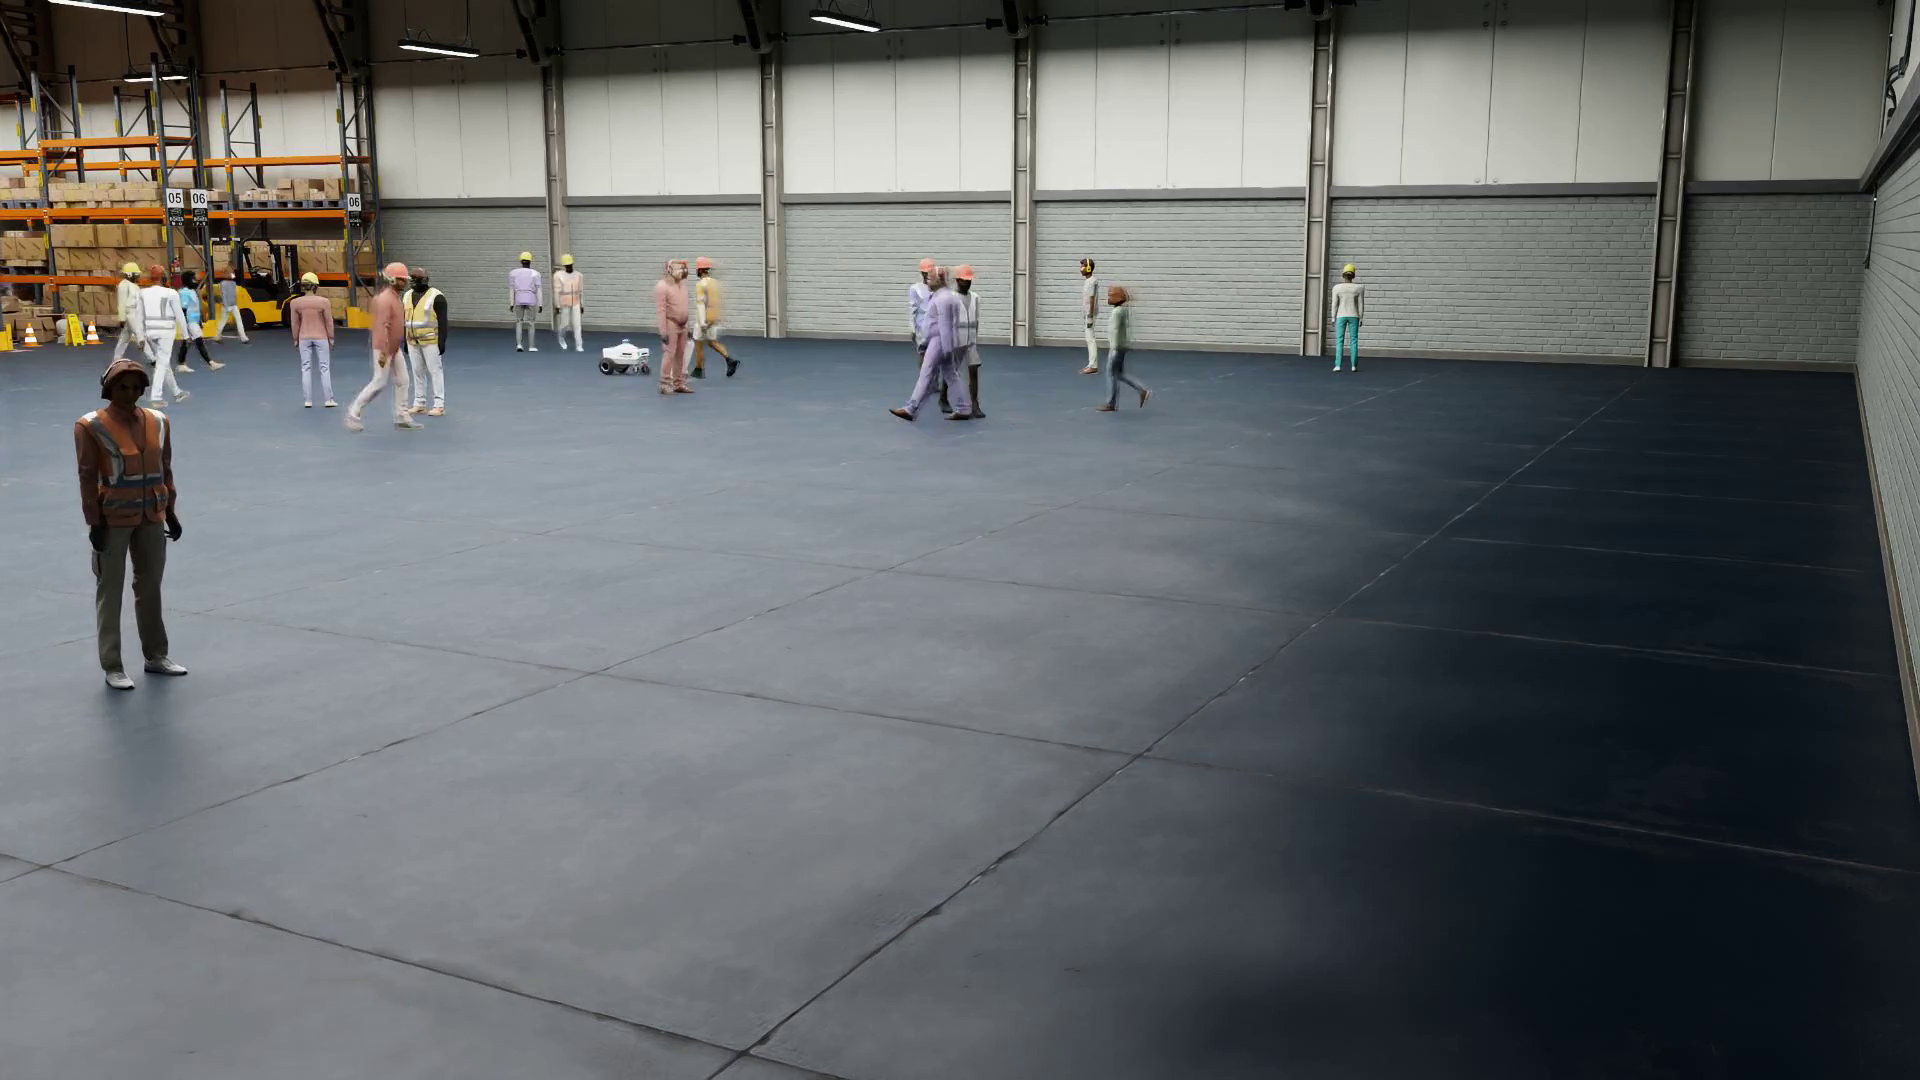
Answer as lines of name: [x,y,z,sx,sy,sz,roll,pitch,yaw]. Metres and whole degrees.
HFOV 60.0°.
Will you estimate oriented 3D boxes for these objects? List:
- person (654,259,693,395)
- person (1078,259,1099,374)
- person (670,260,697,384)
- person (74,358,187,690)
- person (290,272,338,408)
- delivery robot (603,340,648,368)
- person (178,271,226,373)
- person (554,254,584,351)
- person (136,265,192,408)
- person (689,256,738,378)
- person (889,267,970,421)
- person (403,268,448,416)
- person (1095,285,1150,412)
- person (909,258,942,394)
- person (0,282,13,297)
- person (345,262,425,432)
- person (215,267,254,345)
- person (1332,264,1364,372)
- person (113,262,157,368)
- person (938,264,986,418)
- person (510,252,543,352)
person: [-4.025,-3.014,23.549,0.402,1.907,0.650,5,12,26]
person: [2.099,-3.636,27.072,0.315,1.864,0.517,-1,10,-3]
person: [-4.156,-3.275,25.080,0.587,1.863,0.602,-4,11,-19]
person: [-4.149,-0.090,8.331,0.314,1.639,0.515,6,12,28]
person: [-8.426,-2.599,21.691,0.524,1.759,0.328,-1,10,-8]
delivery robot: [-5.388,-2.985,26.819,0.707,0.478,0.477,4,11,20]
person: [-12.382,-3.536,27.038,0.819,1.655,0.553,-3,11,-14]
person: [-7.625,-4.616,32.362,0.596,1.894,0.845,-7,12,-32]
person: [-10.440,-2.682,21.900,0.576,1.835,0.966,2,11,12]
person: [-3.922,-3.472,26.028,0.808,1.919,0.552,5,11,24]
person: [-0.334,-2.353,20.071,0.979,1.854,0.654,1,10,3]
person: [-6.693,-2.468,20.750,0.632,1.840,0.429,4,11,21]
person: [2.069,-2.422,21.098,0.614,1.618,0.508,3,11,16]
person: [-0.431,-3.008,23.476,0.564,1.915,0.511,-3,11,-16]
person: [-24.032,-6.326,41.642,0.992,1.889,0.640,5,11,25]
person: [-6.680,-2.211,19.094,0.838,1.951,0.637,0,10,-1]
person: [-14.927,-4.769,33.978,0.844,1.593,0.520,2,11,13]
person: [6.383,-3.651,27.405,0.525,1.769,0.315,1,10,7]
person: [-14.005,-3.801,28.195,0.952,1.780,0.613,-2,11,-11]
person: [-0.016,-2.486,20.716,0.551,1.901,0.966,-6,12,-30]
person: [-8.358,-4.582,32.049,0.622,1.919,0.400,-1,10,-4]
